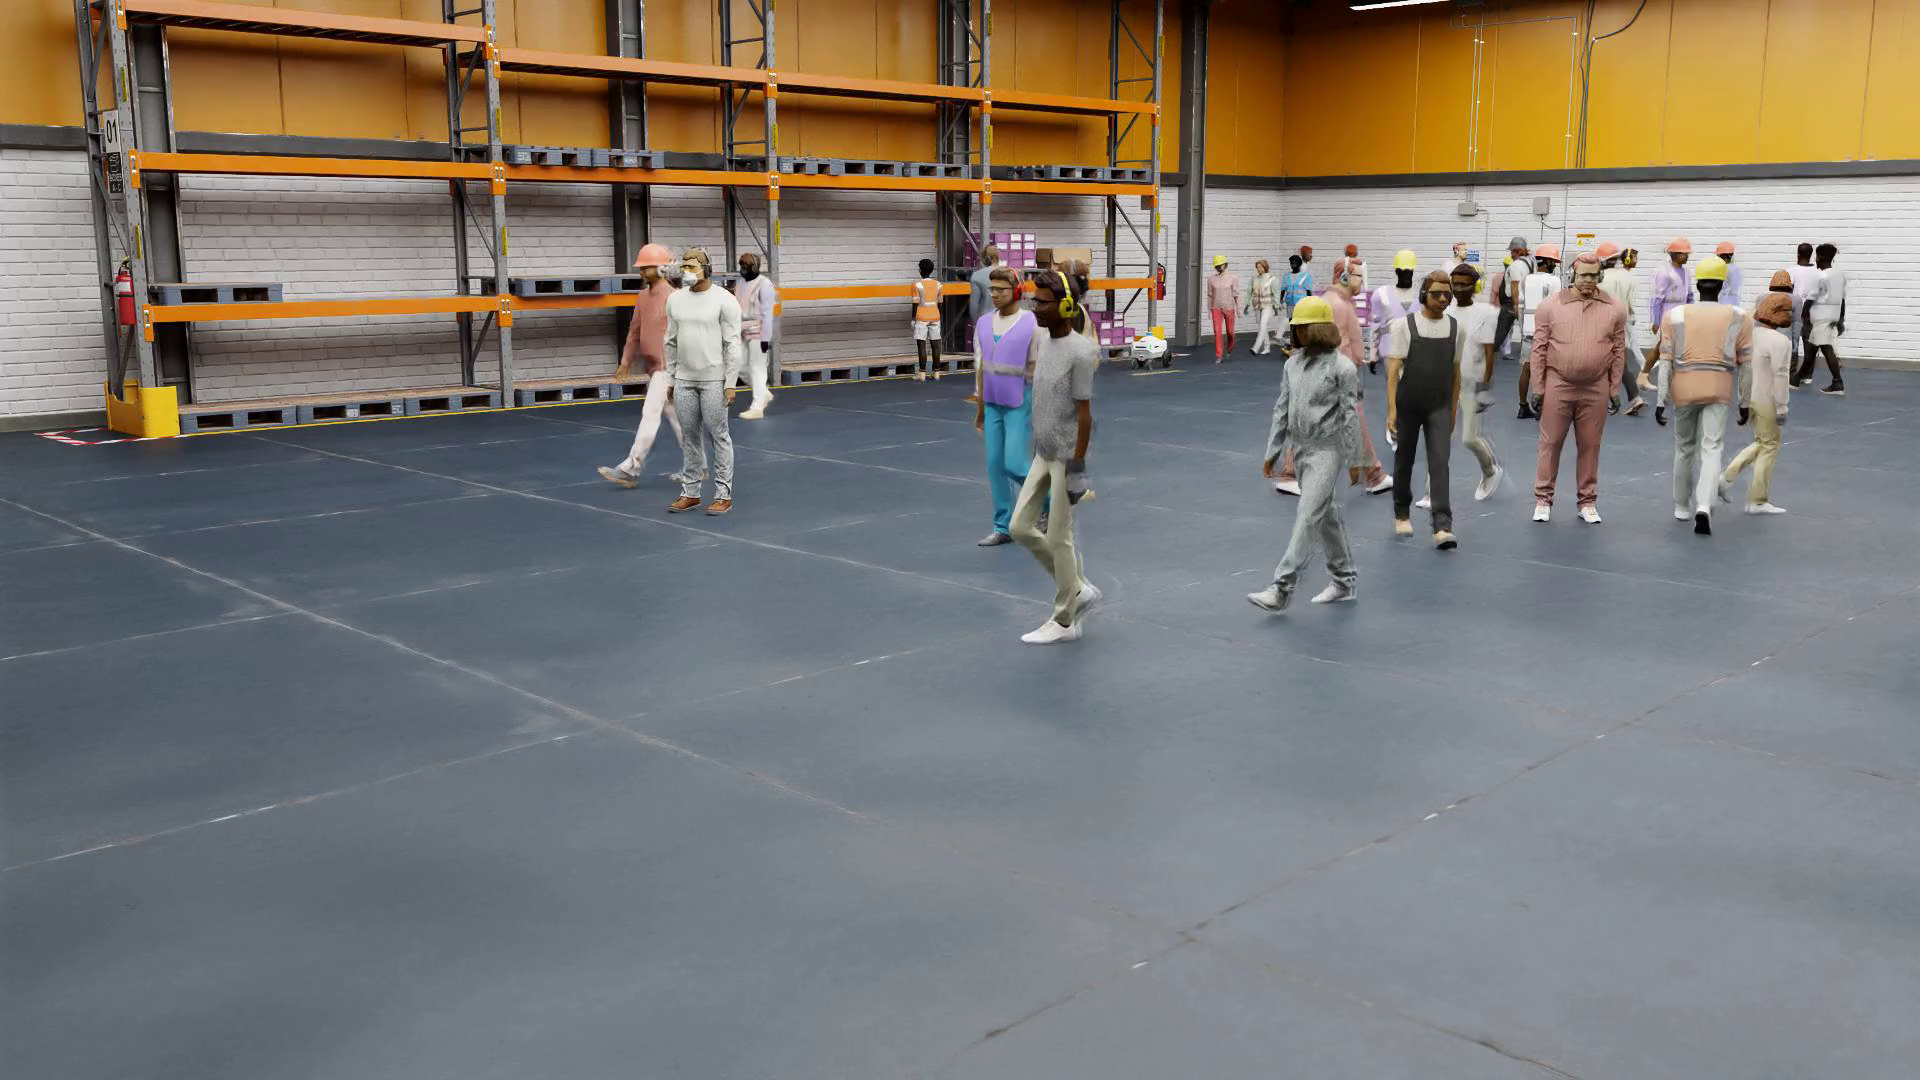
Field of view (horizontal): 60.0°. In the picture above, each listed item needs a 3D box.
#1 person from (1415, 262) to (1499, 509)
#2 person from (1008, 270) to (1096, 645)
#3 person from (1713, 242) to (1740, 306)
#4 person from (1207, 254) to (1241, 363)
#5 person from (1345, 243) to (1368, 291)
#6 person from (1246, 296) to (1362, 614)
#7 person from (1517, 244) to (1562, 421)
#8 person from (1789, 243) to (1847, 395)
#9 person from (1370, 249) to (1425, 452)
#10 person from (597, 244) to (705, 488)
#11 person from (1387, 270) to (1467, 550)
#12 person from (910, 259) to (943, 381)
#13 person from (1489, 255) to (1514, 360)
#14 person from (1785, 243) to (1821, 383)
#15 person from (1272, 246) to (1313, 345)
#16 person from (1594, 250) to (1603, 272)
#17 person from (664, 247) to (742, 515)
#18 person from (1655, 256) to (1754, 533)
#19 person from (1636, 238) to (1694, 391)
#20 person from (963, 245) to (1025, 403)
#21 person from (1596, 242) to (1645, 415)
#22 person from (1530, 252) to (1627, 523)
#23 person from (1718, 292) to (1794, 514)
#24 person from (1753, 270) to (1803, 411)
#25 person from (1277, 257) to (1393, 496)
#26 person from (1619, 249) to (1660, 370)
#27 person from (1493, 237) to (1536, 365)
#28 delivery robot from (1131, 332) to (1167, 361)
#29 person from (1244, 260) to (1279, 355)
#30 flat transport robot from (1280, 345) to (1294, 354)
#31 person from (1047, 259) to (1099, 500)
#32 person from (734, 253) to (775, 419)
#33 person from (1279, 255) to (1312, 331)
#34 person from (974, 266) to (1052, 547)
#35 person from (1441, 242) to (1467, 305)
[{"bbox_3d":[3.788,-1.155,12.430,0.781,1.835,0.541,-10,14,-44],"label":"person"},{"bbox_3d":[0.461,-0.393,8.192,0.396,1.853,0.563,-5,12,-25],"label":"person"},{"bbox_3d":[11.099,-3.389,24.335,0.496,1.924,0.569,9,14,42],"label":"person"},{"bbox_3d":[4.229,-3.698,26.595,0.547,1.735,0.781,3,11,17],"label":"person"},{"bbox_3d":[6.971,-4.344,29.684,0.602,1.872,0.386,3,11,18],"label":"person"},{"bbox_3d":[1.848,-0.448,8.927,0.895,1.696,0.503,-6,12,-30],"label":"person"},{"bbox_3d":[6.381,-2.276,18.261,0.374,1.928,0.542,-6,12,-30],"label":"person"},{"bbox_3d":[11.048,-2.846,21.410,0.628,1.910,0.990,-6,12,-30],"label":"person"},{"bbox_3d":[4.154,-1.792,15.716,0.593,1.902,0.852,0,10,-2],"label":"person"},{"bbox_3d":[-2.498,-1.393,13.396,1.024,1.937,0.611,-7,13,-34],"label":"person"},{"bbox_3d":[3.042,-0.857,10.897,0.538,1.798,0.962,0,10,1],"label":"person"},{"bbox_3d":[-0.472,-3.062,23.181,0.541,1.696,0.315,-8,13,-38],"label":"person"},{"bbox_3d":[8.854,-3.829,27.270,0.544,1.723,0.745,-3,11,-15],"label":"person"},{"bbox_3d":[11.507,-3.089,22.727,0.597,1.914,0.372,-1,10,-6],"label":"person"},{"bbox_3d":[6.203,-4.507,30.714,0.898,1.841,0.617,0,10,1],"label":"person"},{"bbox_3d":[9.969,-3.645,25.988,0.592,1.833,0.404,-4,11,-21],"label":"person"},{"bbox_3d":[-1.875,-1.147,12.080,0.630,1.940,0.372,5,11,24],"label":"person"},{"bbox_3d":[5.129,-1.010,11.477,0.602,1.892,0.948,4,11,22],"label":"person"},{"bbox_3d":[9.159,-2.871,21.348,0.625,1.990,1.053,-8,13,-39],"label":"person"},{"bbox_3d":[0.493,-2.599,20.125,0.861,1.907,0.386,-4,11,-20],"label":"person"},{"bbox_3d":[7.374,-2.392,18.839,0.612,1.955,0.986,-4,11,-20],"label":"person"},{"bbox_3d":[4.351,-1.061,11.727,0.653,1.909,0.406,2,11,9],"label":"person"},{"bbox_3d":[5.805,-0.985,12.060,0.419,1.616,0.515,0,10,-2],"label":"person"},{"bbox_3d":[9.380,-2.280,19.121,0.498,1.626,0.288,5,12,27],"label":"person"},{"bbox_3d":[2.954,-1.242,12.843,1.010,1.852,0.660,4,11,22],"label":"person"},{"bbox_3d":[9.802,-3.326,24.311,0.973,1.809,0.527,4,11,19],"label":"person"},{"bbox_3d":[8.643,-3.761,26.053,1.032,2.000,0.695,10,14,44],"label":"person"},{"bbox_3d":[2.875,-2.919,25.259,0.477,0.478,0.707,5,12,27],"label":"delivery robot"},{"bbox_3d":[5.037,-3.896,27.986,0.546,1.588,0.854,9,14,41],"label":"person"},{"bbox_3d":[6.183,-3.257,28.134,1.431,0.197,0.652,1,10,4],"label":"flat transport robot"},{"bbox_3d":[0.852,-1.236,12.828,0.429,1.842,0.637,-2,11,-9],"label":"person"},{"bbox_3d":[-2.285,-2.256,18.415,0.447,1.829,0.651,-9,14,-41],"label":"person"},{"bbox_3d":[5.834,-4.141,29.131,0.548,1.666,0.722,7,13,34],"label":"person"},{"bbox_3d":[0.362,-0.870,10.880,0.522,1.830,0.562,-10,14,-43],"label":"person"},{"bbox_3d":[8.127,-3.897,27.147,0.641,1.913,0.408,-8,13,-35],"label":"person"}]
